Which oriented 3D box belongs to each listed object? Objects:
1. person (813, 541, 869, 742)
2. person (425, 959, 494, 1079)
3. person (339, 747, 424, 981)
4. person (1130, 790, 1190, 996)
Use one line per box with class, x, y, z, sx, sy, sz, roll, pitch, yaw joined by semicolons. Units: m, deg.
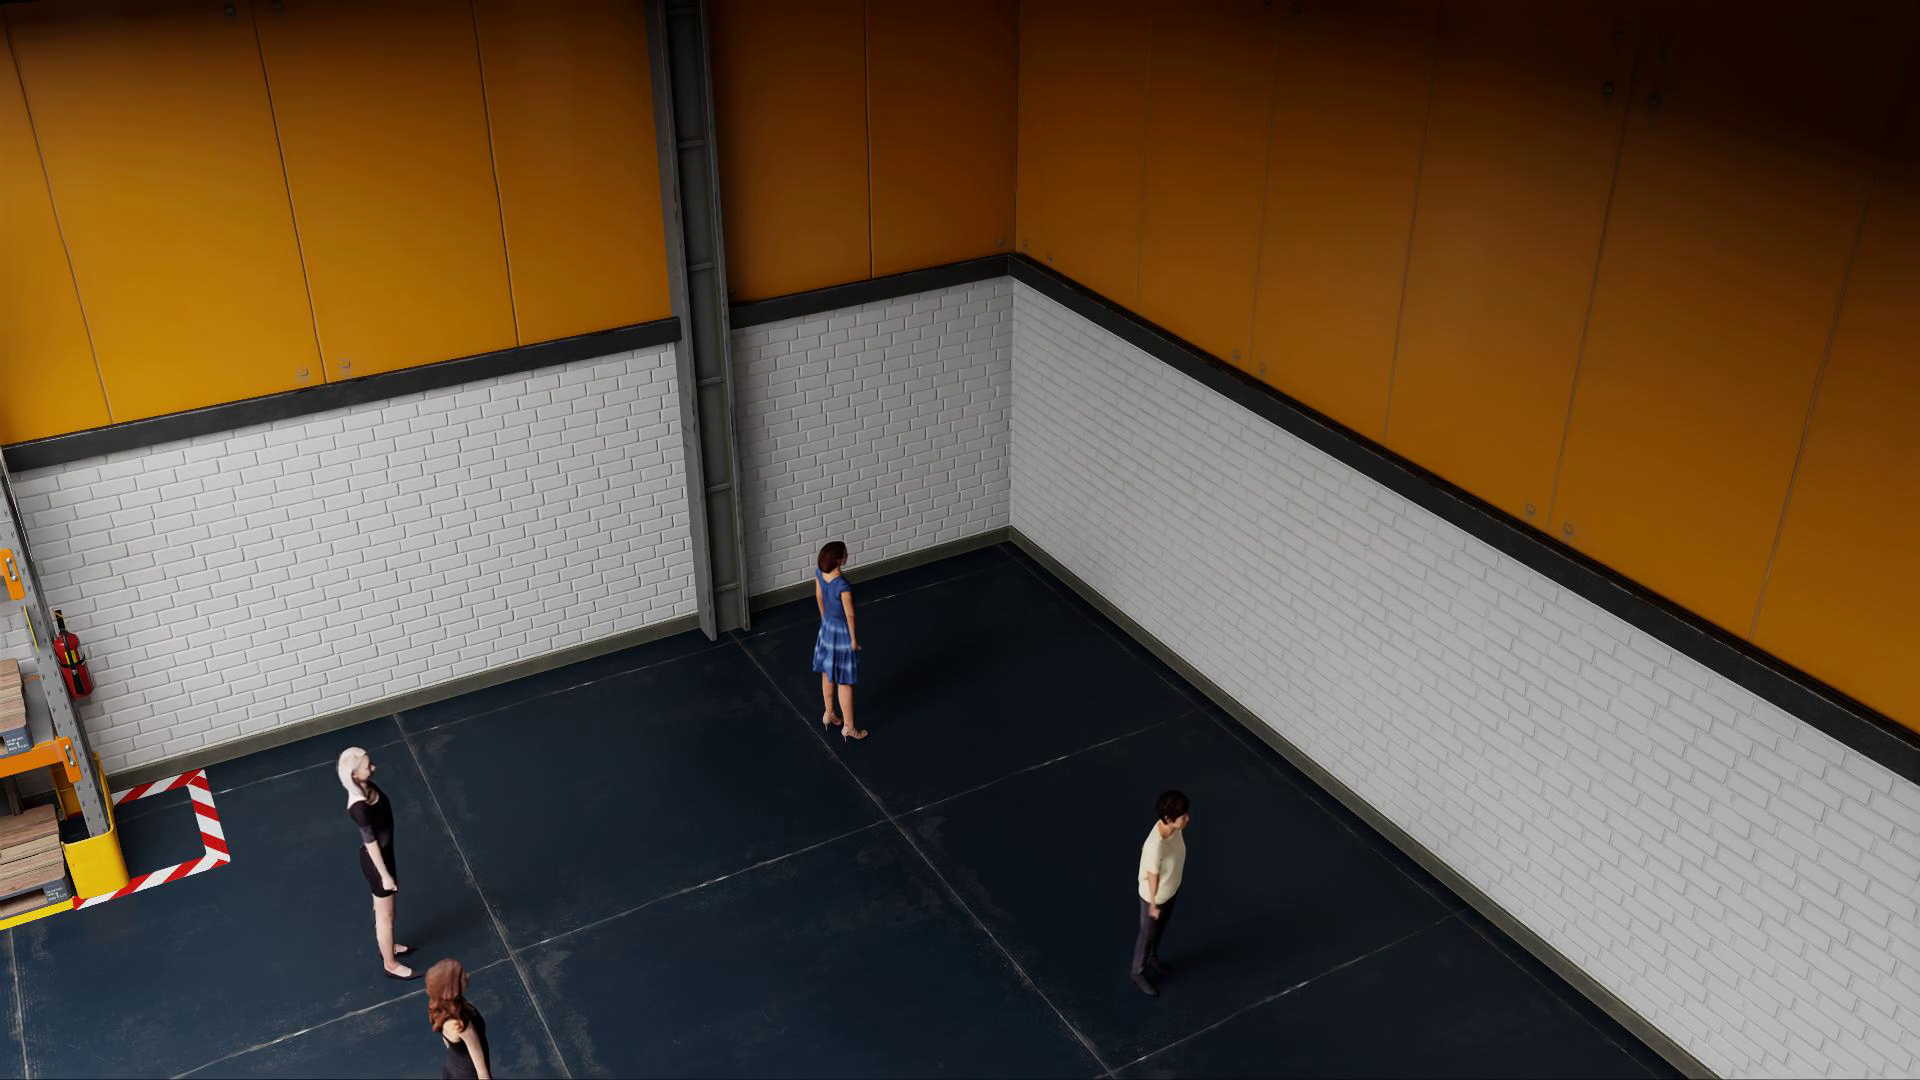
person;-0.980;0.811;13.502;0.629;1.805;0.704;-21;35;-34
person;-2.802;3.062;9.434;0.589;1.748;0.621;-24;37;-37
person;-3.870;2.133;11.053;0.539;1.829;0.621;-11;31;-20
person;1.313;2.312;10.984;0.725;1.581;0.611;16;32;26
